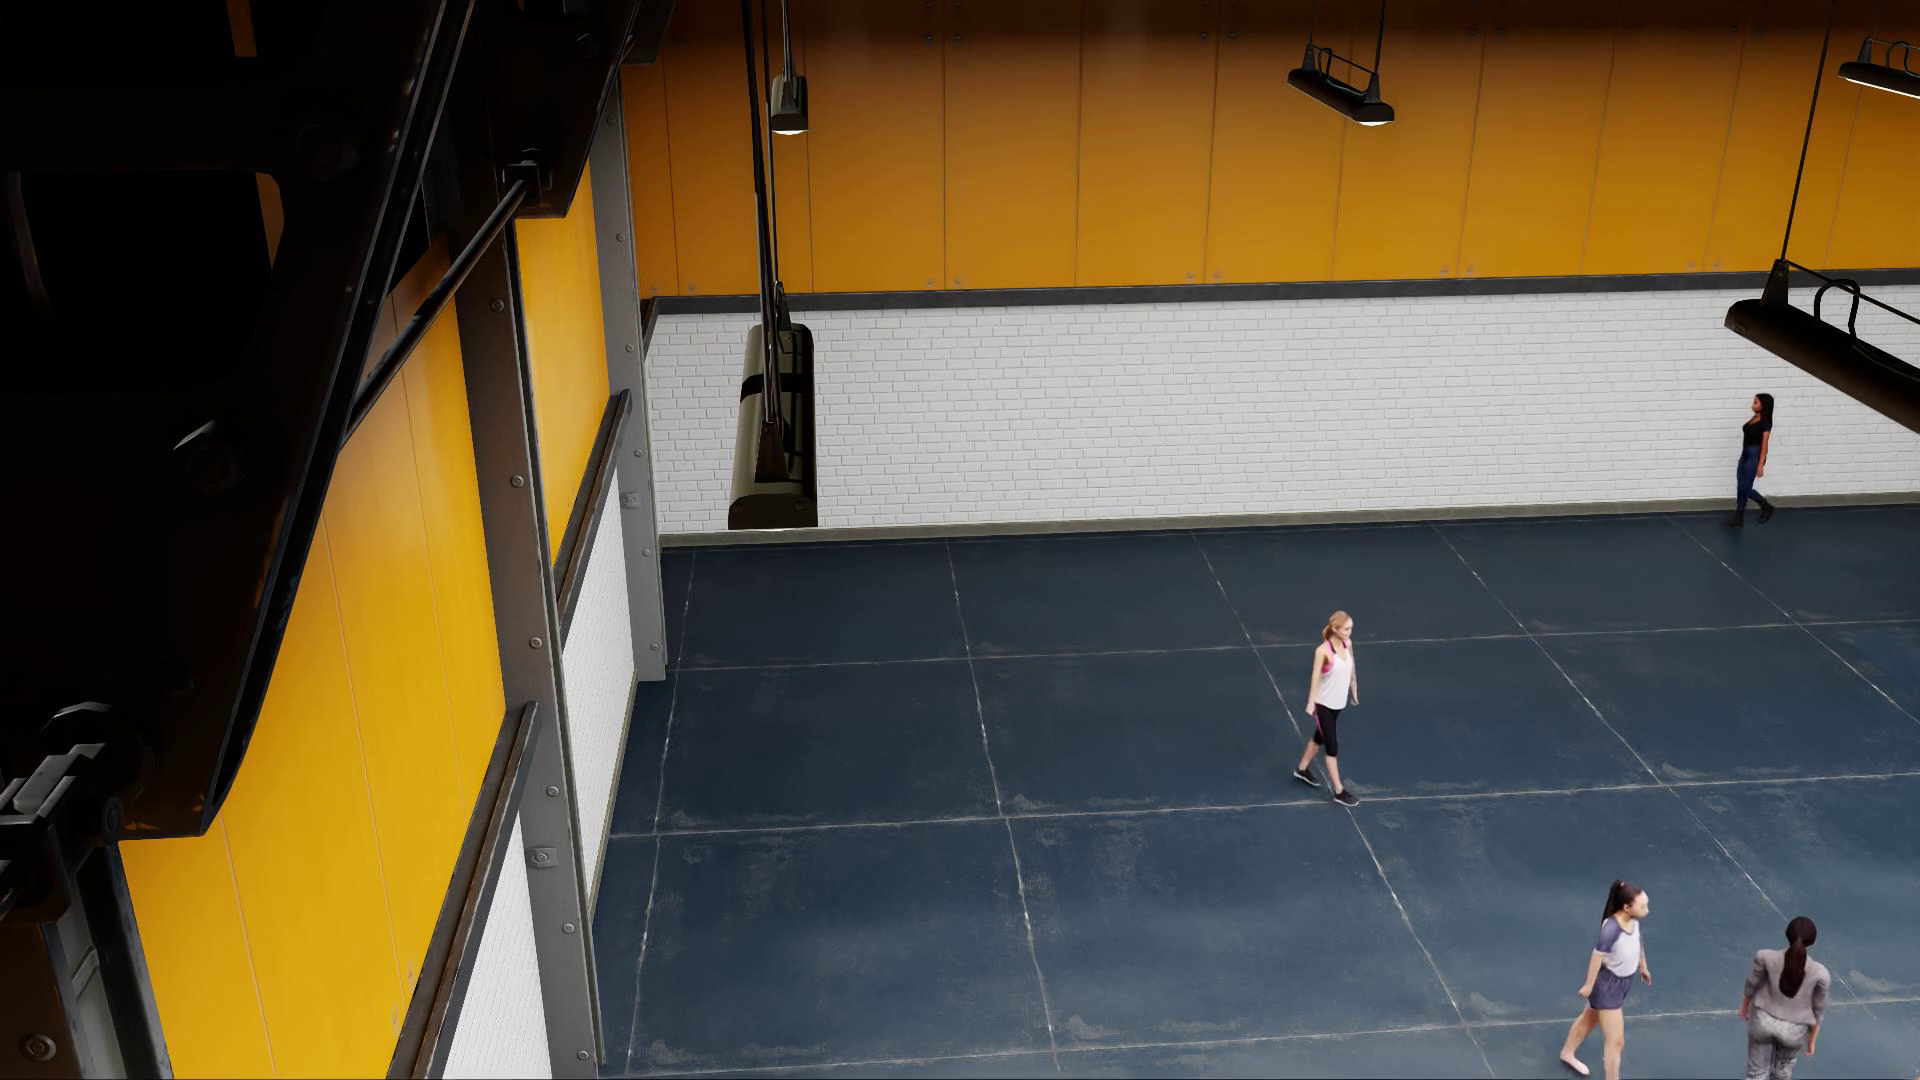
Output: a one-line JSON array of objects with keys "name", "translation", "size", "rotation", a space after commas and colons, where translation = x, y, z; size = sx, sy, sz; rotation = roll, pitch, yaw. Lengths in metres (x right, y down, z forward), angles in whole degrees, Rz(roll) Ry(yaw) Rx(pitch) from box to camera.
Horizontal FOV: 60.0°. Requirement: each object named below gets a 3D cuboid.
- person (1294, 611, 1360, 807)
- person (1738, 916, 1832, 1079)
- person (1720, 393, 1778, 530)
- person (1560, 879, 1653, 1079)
[{"name": "person", "translation": [3.187, 1.412, 14.628], "size": [0.960, 1.755, 1.087], "rotation": [-18, 29, -35]}, {"name": "person", "translation": [5.239, 3.193, 10.681], "size": [0.923, 1.654, 1.039], "rotation": [13, 27, 27]}, {"name": "person", "translation": [9.621, -0.933, 20.031], "size": [0.718, 1.725, 0.805], "rotation": [2, 24, 5]}, {"name": "person", "translation": [4.293, 2.969, 11.228], "size": [0.965, 1.626, 0.894], "rotation": [19, 30, 37]}]
